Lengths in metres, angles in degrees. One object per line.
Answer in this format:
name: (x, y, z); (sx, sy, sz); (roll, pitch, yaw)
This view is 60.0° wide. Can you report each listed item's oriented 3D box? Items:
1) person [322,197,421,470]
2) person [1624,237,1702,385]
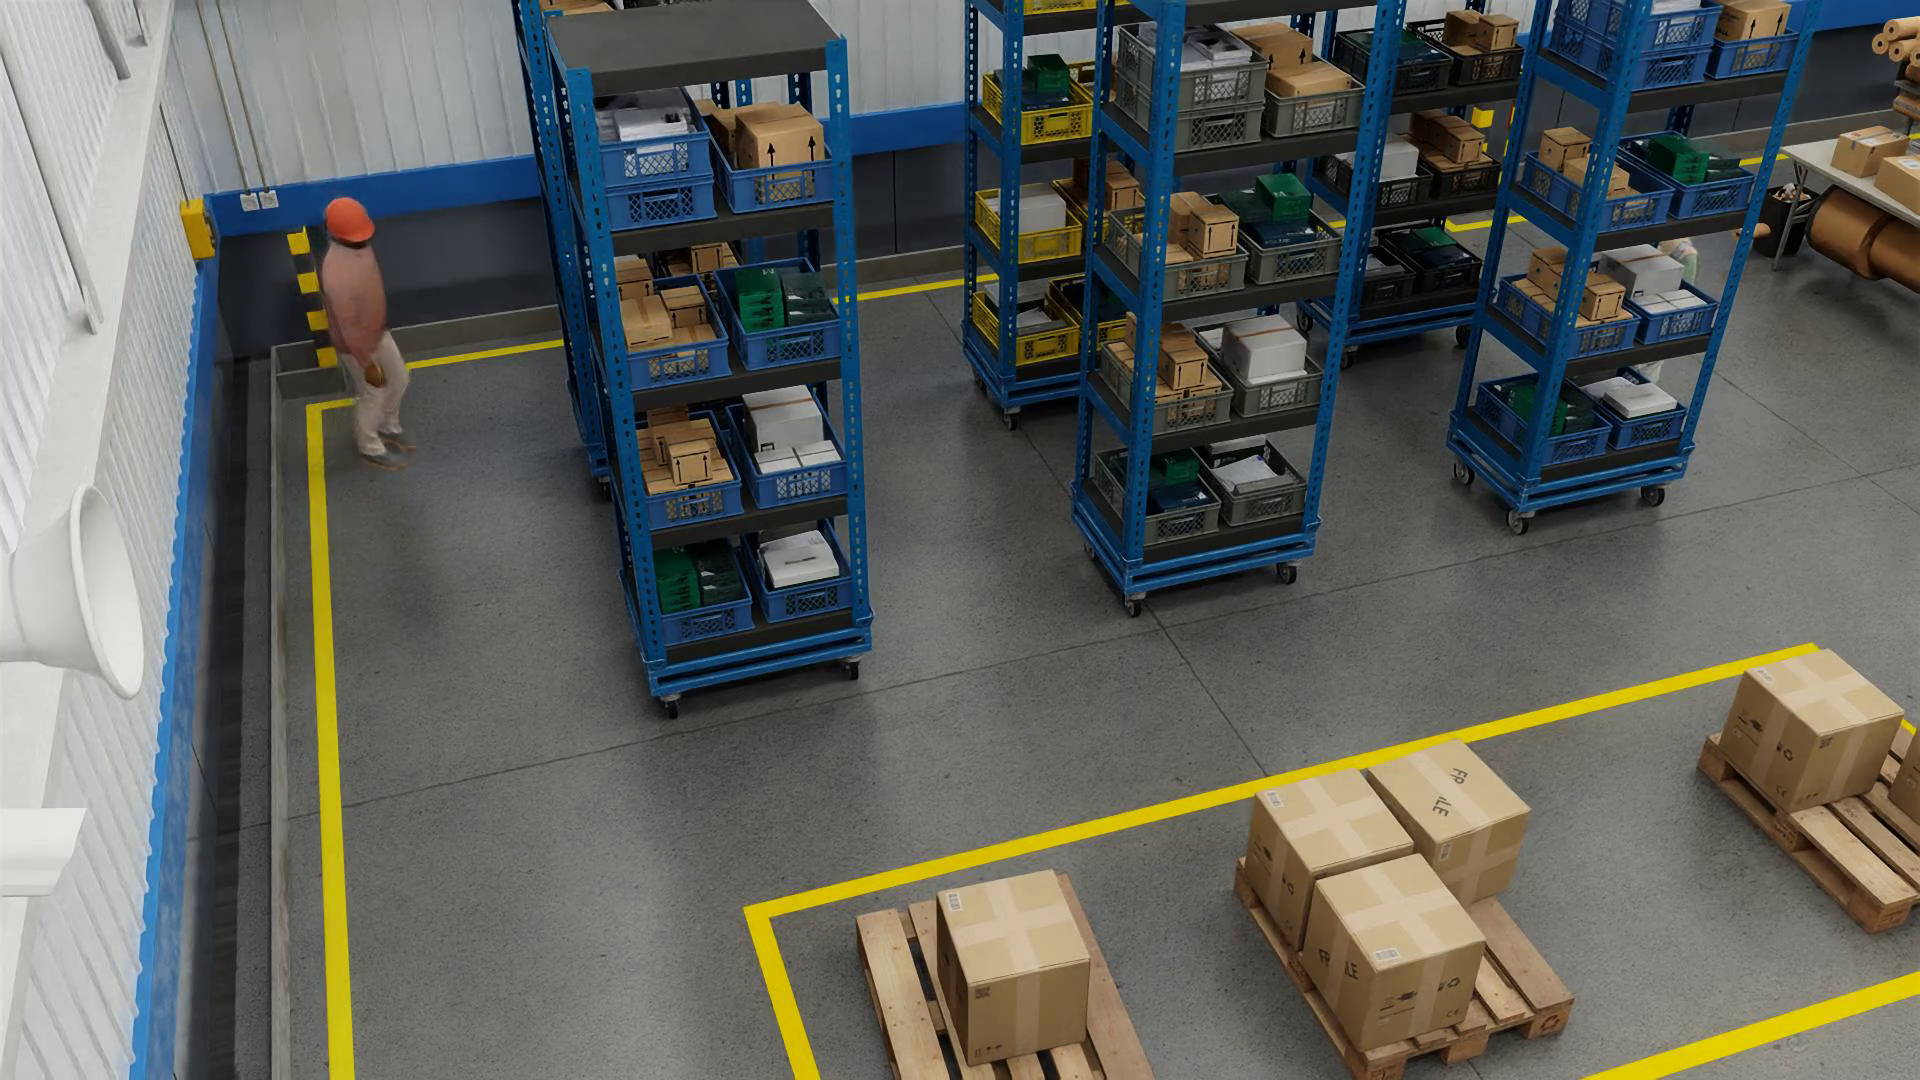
person: (-3.701, -1.259, 10.374); (0.540, 1.945, 0.657); (2, 35, 2)
person: (4.624, -1.511, 10.994); (0.307, 1.641, 0.514); (-6, 36, -8)
